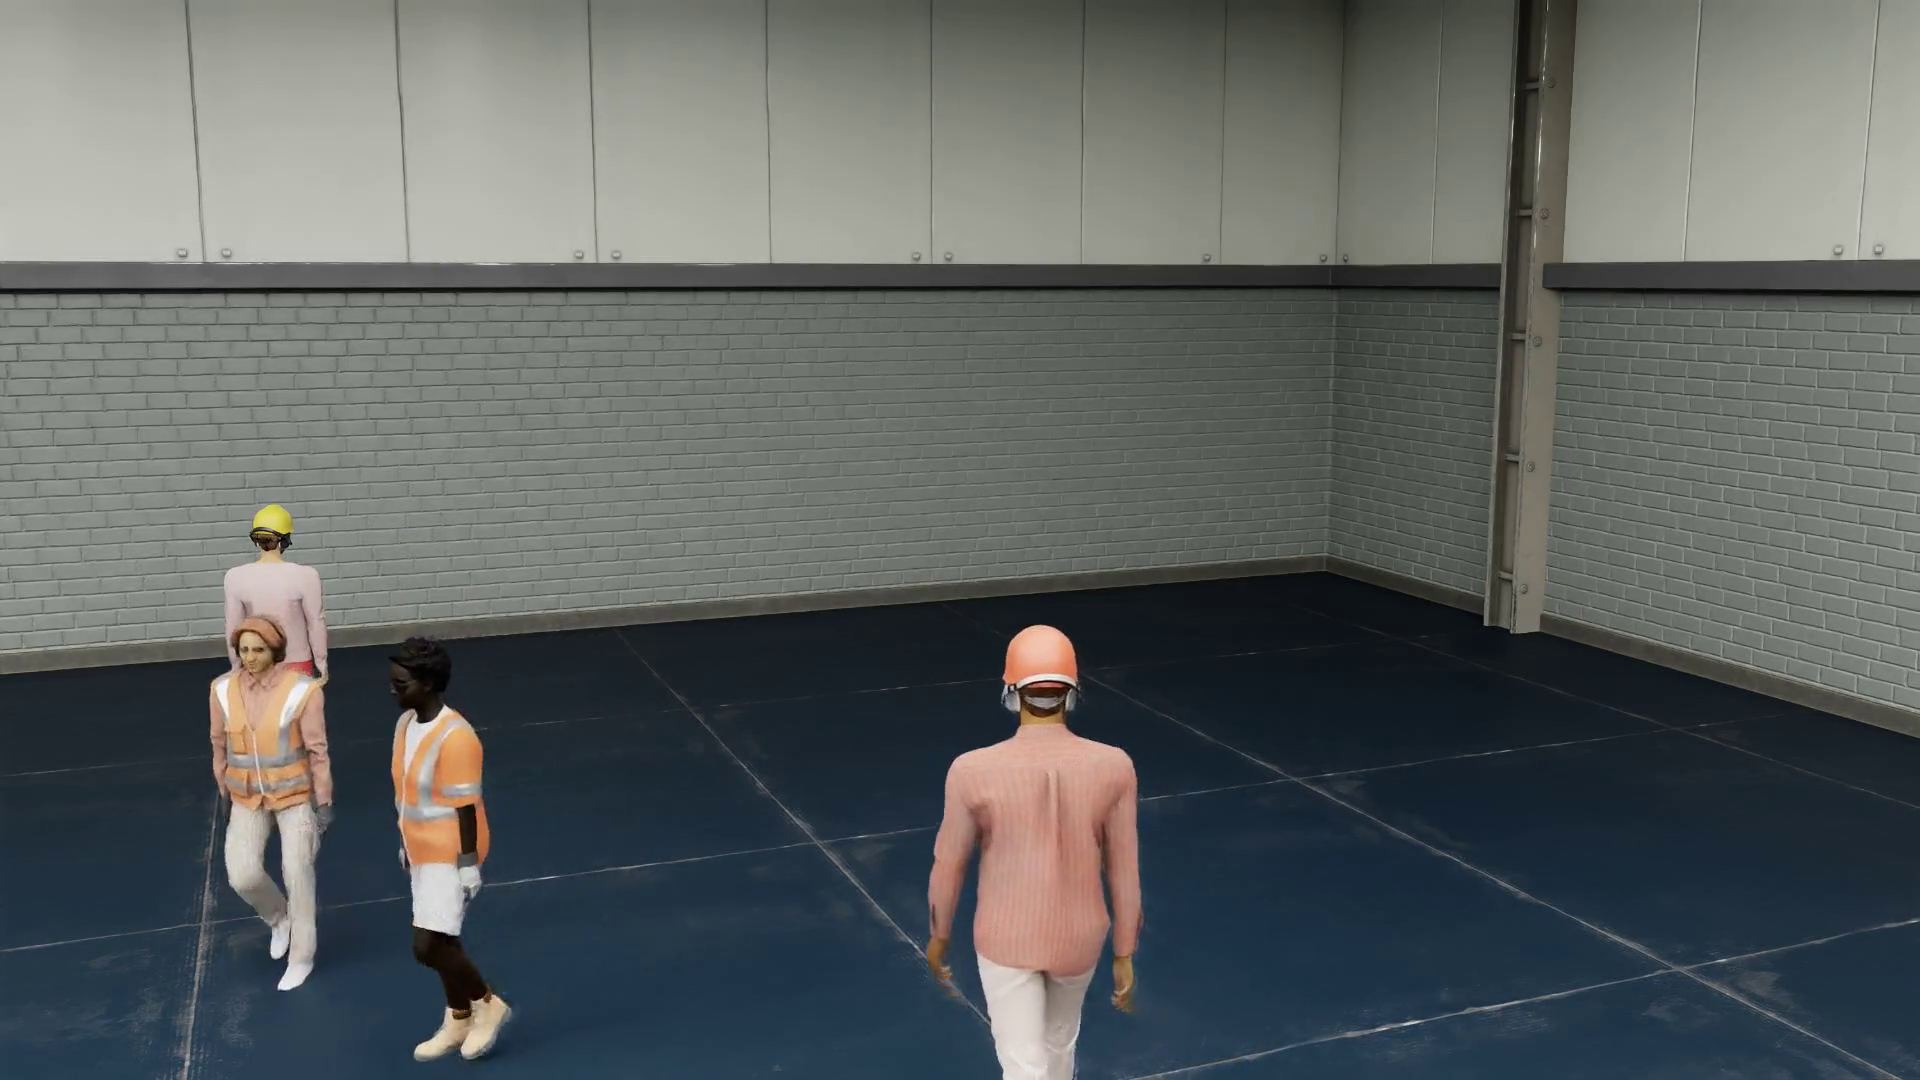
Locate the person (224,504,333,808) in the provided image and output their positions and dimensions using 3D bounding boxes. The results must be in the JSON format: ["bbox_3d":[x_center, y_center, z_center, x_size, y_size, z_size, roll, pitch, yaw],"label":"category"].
[{"bbox_3d":[-3.803,0.682,9.297,0.535,1.767,0.315,-1,9,-8],"label":"person"}]

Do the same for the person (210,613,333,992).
[{"bbox_3d":[-2.905,1.102,7.078,0.532,1.626,0.386,0,9,2],"label":"person"}]

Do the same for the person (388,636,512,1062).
[{"bbox_3d":[-1.996,1.194,6.332,0.371,1.681,0.552,-8,12,-41],"label":"person"}]

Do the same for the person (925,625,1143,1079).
[{"bbox_3d":[0.209,1.224,5.291,0.635,1.945,0.977,-2,9,-13],"label":"person"}]
